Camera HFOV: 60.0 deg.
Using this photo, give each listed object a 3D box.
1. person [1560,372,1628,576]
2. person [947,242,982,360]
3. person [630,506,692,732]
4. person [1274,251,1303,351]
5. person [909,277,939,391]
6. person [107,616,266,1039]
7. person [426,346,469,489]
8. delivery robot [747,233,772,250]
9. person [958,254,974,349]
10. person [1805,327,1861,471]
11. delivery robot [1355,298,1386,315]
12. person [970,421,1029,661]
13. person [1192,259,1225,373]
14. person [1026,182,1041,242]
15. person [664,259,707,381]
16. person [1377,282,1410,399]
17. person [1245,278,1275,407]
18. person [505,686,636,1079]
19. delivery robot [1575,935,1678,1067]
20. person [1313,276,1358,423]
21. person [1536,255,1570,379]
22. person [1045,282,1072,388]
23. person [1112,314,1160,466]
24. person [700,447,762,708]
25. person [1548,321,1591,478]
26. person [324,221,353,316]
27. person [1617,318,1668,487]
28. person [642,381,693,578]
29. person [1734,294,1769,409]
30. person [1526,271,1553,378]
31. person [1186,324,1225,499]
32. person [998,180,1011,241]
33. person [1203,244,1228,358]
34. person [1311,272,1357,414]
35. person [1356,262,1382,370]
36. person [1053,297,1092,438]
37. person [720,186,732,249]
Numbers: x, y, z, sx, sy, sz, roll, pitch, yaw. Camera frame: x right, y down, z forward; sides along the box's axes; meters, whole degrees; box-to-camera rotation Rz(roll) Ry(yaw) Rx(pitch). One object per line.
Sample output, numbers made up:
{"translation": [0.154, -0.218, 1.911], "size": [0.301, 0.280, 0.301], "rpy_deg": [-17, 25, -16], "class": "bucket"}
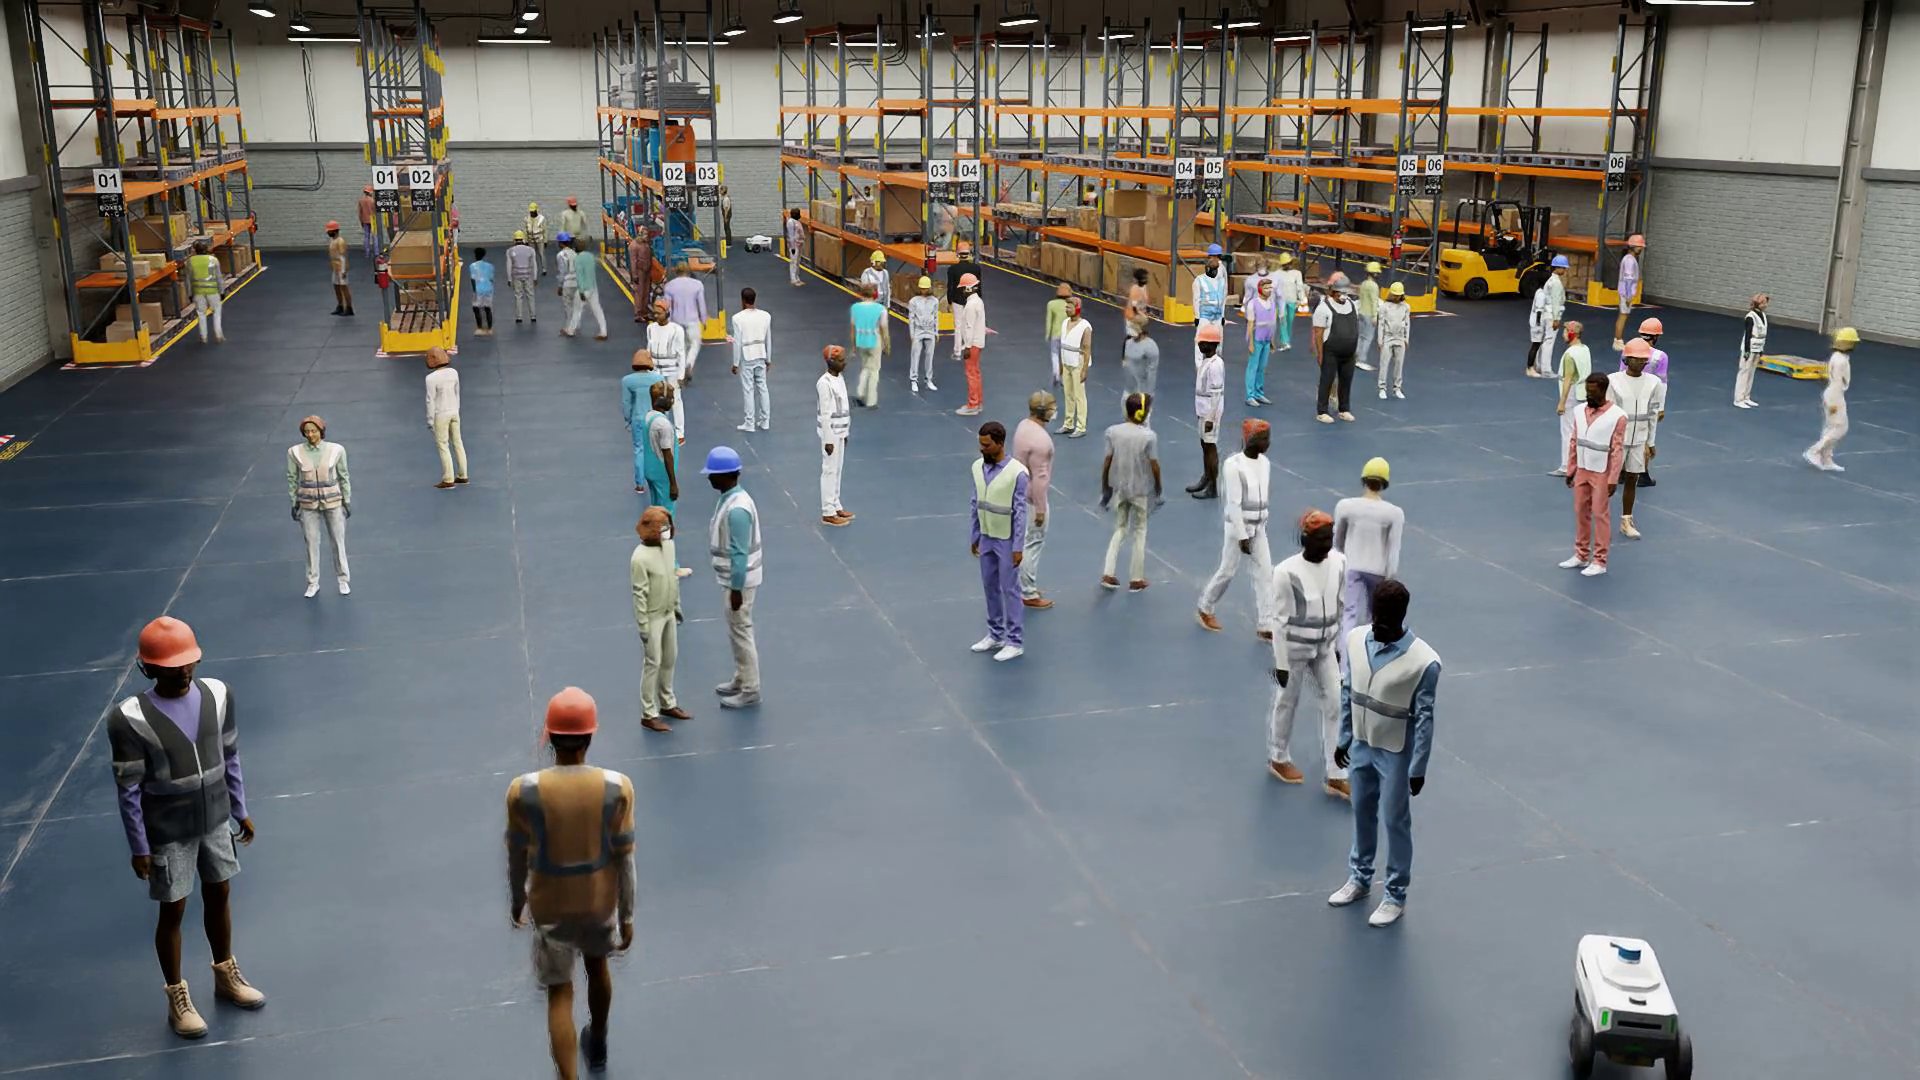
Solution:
{"translation": [5.940, -0.631, 15.576], "size": [0.404, 1.908, 0.599], "rpy_deg": [-7, 17, -25], "class": "person"}
{"translation": [0.069, -4.057, 28.289], "size": [0.612, 1.995, 0.376], "rpy_deg": [-5, 16, -17], "class": "person"}
{"translation": [-2.121, 0.543, 11.693], "size": [0.278, 1.621, 0.511], "rpy_deg": [6, 16, 21], "class": "person"}
{"translation": [5.793, -4.235, 29.464], "size": [0.540, 1.775, 0.485], "rpy_deg": [2, 15, 8], "class": "person"}
{"translation": [-0.538, -3.137, 25.318], "size": [0.487, 1.741, 0.313], "rpy_deg": [-6, 16, -21], "class": "person"}
{"translation": [-3.648, 1.339, 7.893], "size": [0.374, 2.043, 0.611], "rpy_deg": [10, 18, 33], "class": "person"}
{"translation": [-5.889, -1.400, 19.012], "size": [0.295, 1.626, 0.497], "rpy_deg": [7, 16, 25], "class": "person"}
{"translation": [-5.808, -8.635, 48.099], "size": [0.707, 0.478, 0.477], "rpy_deg": [-12, 19, -37], "class": "delivery robot"}
{"translation": [0.112, -4.255, 29.518], "size": [0.299, 1.745, 0.483], "rpy_deg": [5, 16, 19], "class": "person"}
{"translation": [10.445, -1.668, 19.792], "size": [0.364, 1.728, 0.509], "rpy_deg": [7, 17, 25], "class": "person"}
{"translation": [8.227, -4.640, 33.065], "size": [0.707, 0.478, 0.477], "rpy_deg": [13, 19, 40], "class": "delivery robot"}
{"translation": [0.307, -0.011, 13.243], "size": [0.411, 1.906, 0.600], "rpy_deg": [-13, 20, -41], "class": "person"}
{"translation": [4.056, -3.635, 27.000], "size": [0.627, 1.844, 0.429], "rpy_deg": [-8, 17, -29], "class": "person"}
{"translation": [2.267, -10.159, 51.543], "size": [0.546, 1.848, 0.371], "rpy_deg": [3, 15, 9], "class": "person"}
{"translation": [-4.296, -3.407, 25.972], "size": [0.642, 1.924, 0.659], "rpy_deg": [1, 15, 4], "class": "person"}
{"translation": [6.425, -2.953, 24.643], "size": [0.494, 1.729, 0.325], "rpy_deg": [-3, 15, -10], "class": "person"}
{"translation": [4.342, -2.867, 24.094], "size": [0.563, 1.847, 0.388], "rpy_deg": [-14, 21, -43], "class": "person"}
{"translation": [-1.666, 1.593, 7.235], "size": [0.547, 1.901, 0.927], "rpy_deg": [-5, 16, -18], "class": "person"}
{"translation": [3.088, 2.095, 7.722], "size": [0.477, 0.478, 0.707], "rpy_deg": [3, 15, 11], "class": "delivery robot"}
{"translation": [5.192, -2.625, 22.814], "size": [0.685, 2.000, 0.536], "rpy_deg": [-7, 16, -23], "class": "person"}
{"translation": [9.432, -3.555, 26.500], "size": [0.403, 1.944, 0.606], "rpy_deg": [1, 15, 5], "class": "person"}
{"translation": [1.579, -3.152, 25.590], "size": [0.532, 1.617, 0.386], "rpy_deg": [1, 15, 4], "class": "person"}
{"translation": [2.098, -1.714, 19.661], "size": [0.344, 1.913, 0.735], "rpy_deg": [-7, 16, -25], "class": "person"}
{"translation": [-1.652, 0.265, 12.143], "size": [0.422, 1.934, 0.621], "rpy_deg": [-4, 15, -14], "class": "person"}
{"translation": [7.208, -1.650, 19.549], "size": [0.398, 1.836, 0.575], "rpy_deg": [11, 19, 37], "class": "person"}
{"translation": [-12.757, -5.560, 34.077], "size": [0.548, 1.928, 0.384], "rpy_deg": [14, 21, 43], "class": "person"}
{"translation": [7.828, -1.580, 19.081], "size": [0.371, 1.935, 0.551], "rpy_deg": [-14, 20, -42], "class": "person"}
{"translation": [-2.749, -0.559, 15.425], "size": [0.346, 1.842, 0.506], "rpy_deg": [-10, 18, -32], "class": "person"}
{"translation": [11.417, -2.725, 23.960], "size": [0.517, 1.639, 0.313], "rpy_deg": [-14, 20, -42], "class": "person"}
{"translation": [9.270, -3.450, 26.583], "size": [0.319, 1.694, 0.558], "rpy_deg": [6, 16, 22], "class": "person"}
{"translation": [2.747, -1.429, 18.504], "size": [0.352, 1.942, 0.545], "rpy_deg": [-1, 15, -3], "class": "person"}
{"translation": [1.395, -10.297, 51.979], "size": [0.397, 1.900, 0.636], "rpy_deg": [9, 17, 29], "class": "person"}
{"translation": [4.382, -4.096, 28.549], "size": [0.414, 1.941, 0.606], "rpy_deg": [2, 15, 6], "class": "person"}
{"translation": [5.347, -2.825, 23.706], "size": [0.622, 1.984, 1.035], "rpy_deg": [-5, 16, -20], "class": "person"}
{"translation": [6.702, -3.690, 27.395], "size": [0.432, 1.751, 0.618], "rpy_deg": [-5, 16, -18], "class": "person"}
{"translation": [1.512, -2.269, 21.850], "size": [0.390, 1.846, 0.564], "rpy_deg": [-9, 18, -32], "class": "person"}
{"translation": [-6.946, -9.578, 49.372], "size": [0.350, 1.838, 0.504], "rpy_deg": [-1, 15, -5], "class": "person"}
